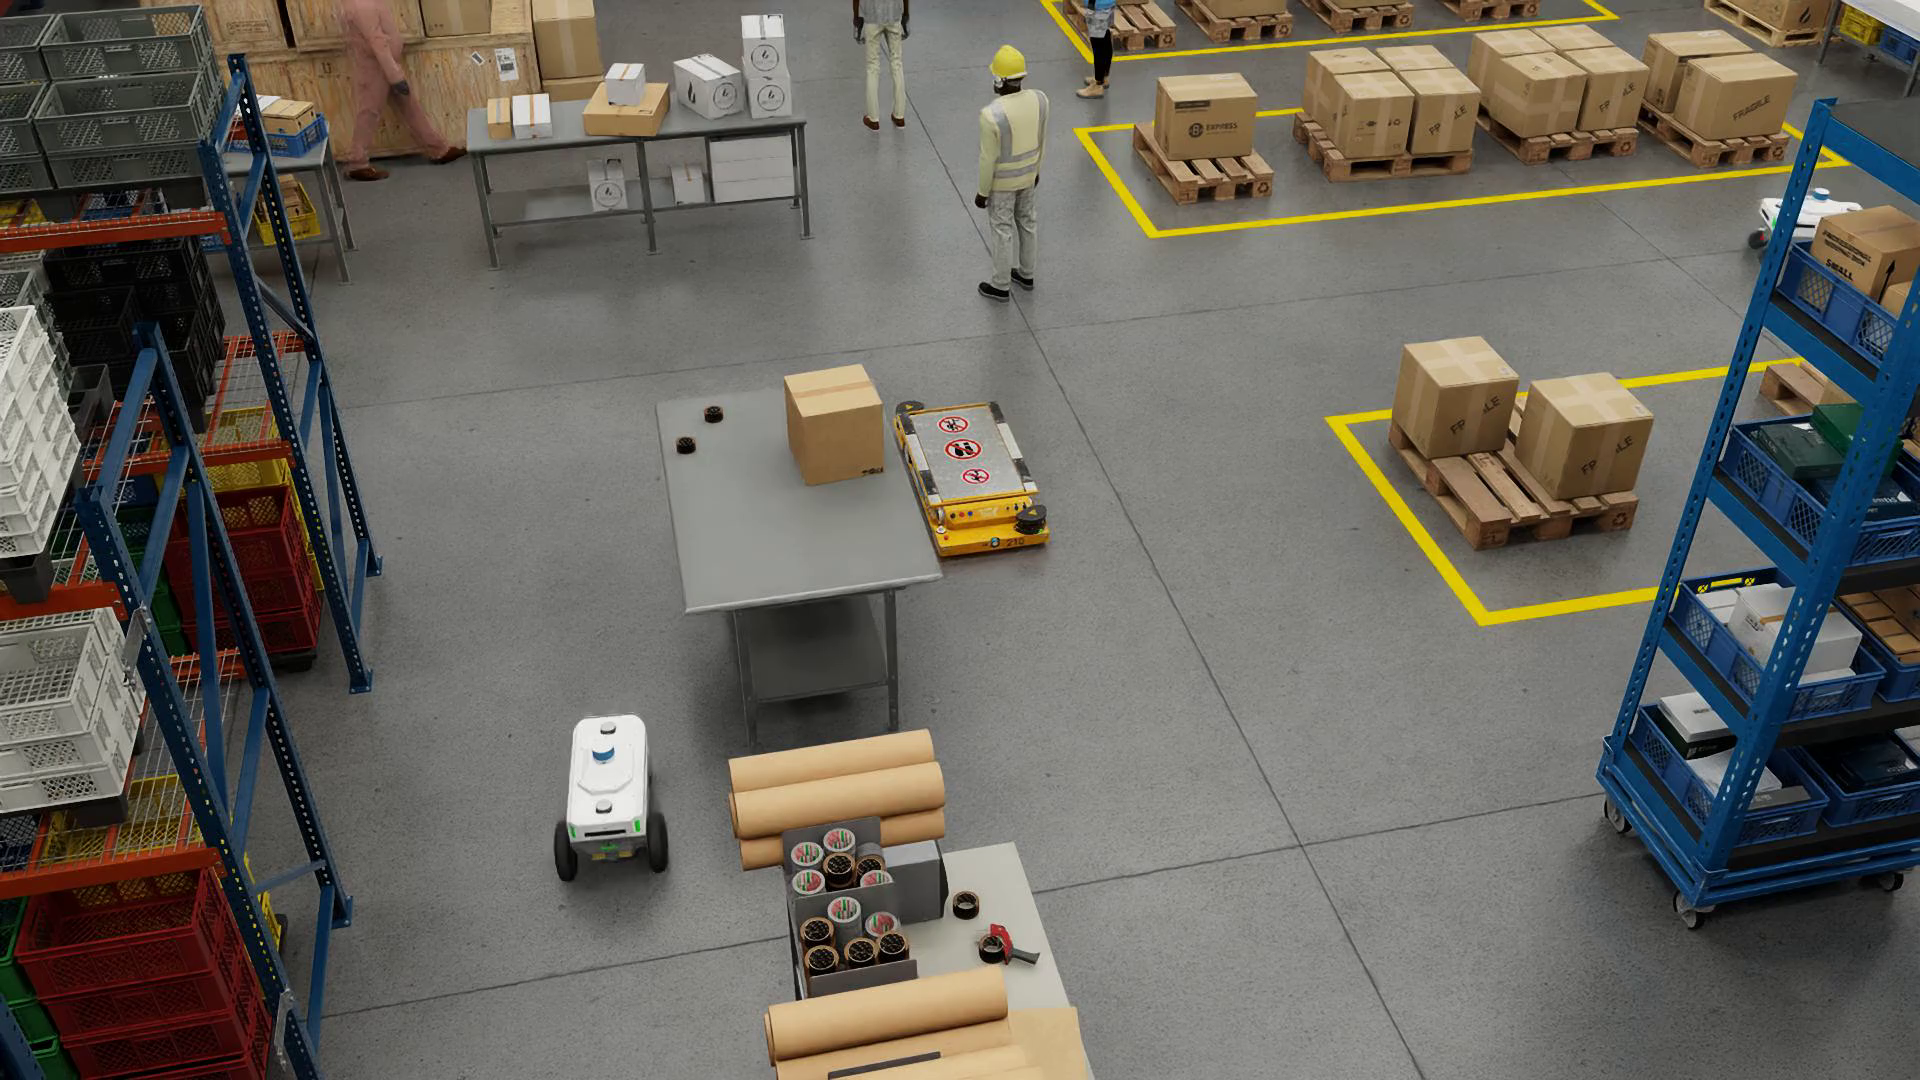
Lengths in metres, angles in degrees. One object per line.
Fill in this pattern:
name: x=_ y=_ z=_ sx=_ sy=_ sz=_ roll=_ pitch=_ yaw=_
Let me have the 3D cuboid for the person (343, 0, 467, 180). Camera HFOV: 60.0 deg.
person: x=-4.597 y=-3.798 z=13.326 sx=1.025 sy=1.851 sz=0.657 roll=-7 pitch=37 yaw=-9

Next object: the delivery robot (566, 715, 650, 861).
delivery robot: x=-1.628 y=1.124 z=7.709 sx=0.477 sy=0.478 sz=0.707 roll=-5 pitch=37 yaw=-6

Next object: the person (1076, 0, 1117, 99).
person: x=1.230 y=-4.784 z=14.771 sx=0.322 sy=1.699 sz=0.535 roll=13 pitch=39 yaw=17

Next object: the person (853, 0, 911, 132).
person: x=-0.667 y=-4.410 z=14.145 sx=0.501 sy=1.857 sz=0.327 roll=-6 pitch=37 yaw=-8

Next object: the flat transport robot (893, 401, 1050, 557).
flat transport robot: x=0.046 y=-0.430 z=10.108 sx=0.652 sy=0.197 sz=1.431 roll=-8 pitch=37 yaw=-10

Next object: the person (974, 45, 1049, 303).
person: x=0.338 y=-2.559 z=11.670 sx=0.587 sy=1.835 sz=0.404 roll=-27 pitch=44 yaw=-31

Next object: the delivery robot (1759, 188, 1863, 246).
delivery robot: x=6.360 y=-2.384 z=12.417 sx=0.707 sy=0.478 sz=0.477 roll=4 pitch=37 yaw=4
